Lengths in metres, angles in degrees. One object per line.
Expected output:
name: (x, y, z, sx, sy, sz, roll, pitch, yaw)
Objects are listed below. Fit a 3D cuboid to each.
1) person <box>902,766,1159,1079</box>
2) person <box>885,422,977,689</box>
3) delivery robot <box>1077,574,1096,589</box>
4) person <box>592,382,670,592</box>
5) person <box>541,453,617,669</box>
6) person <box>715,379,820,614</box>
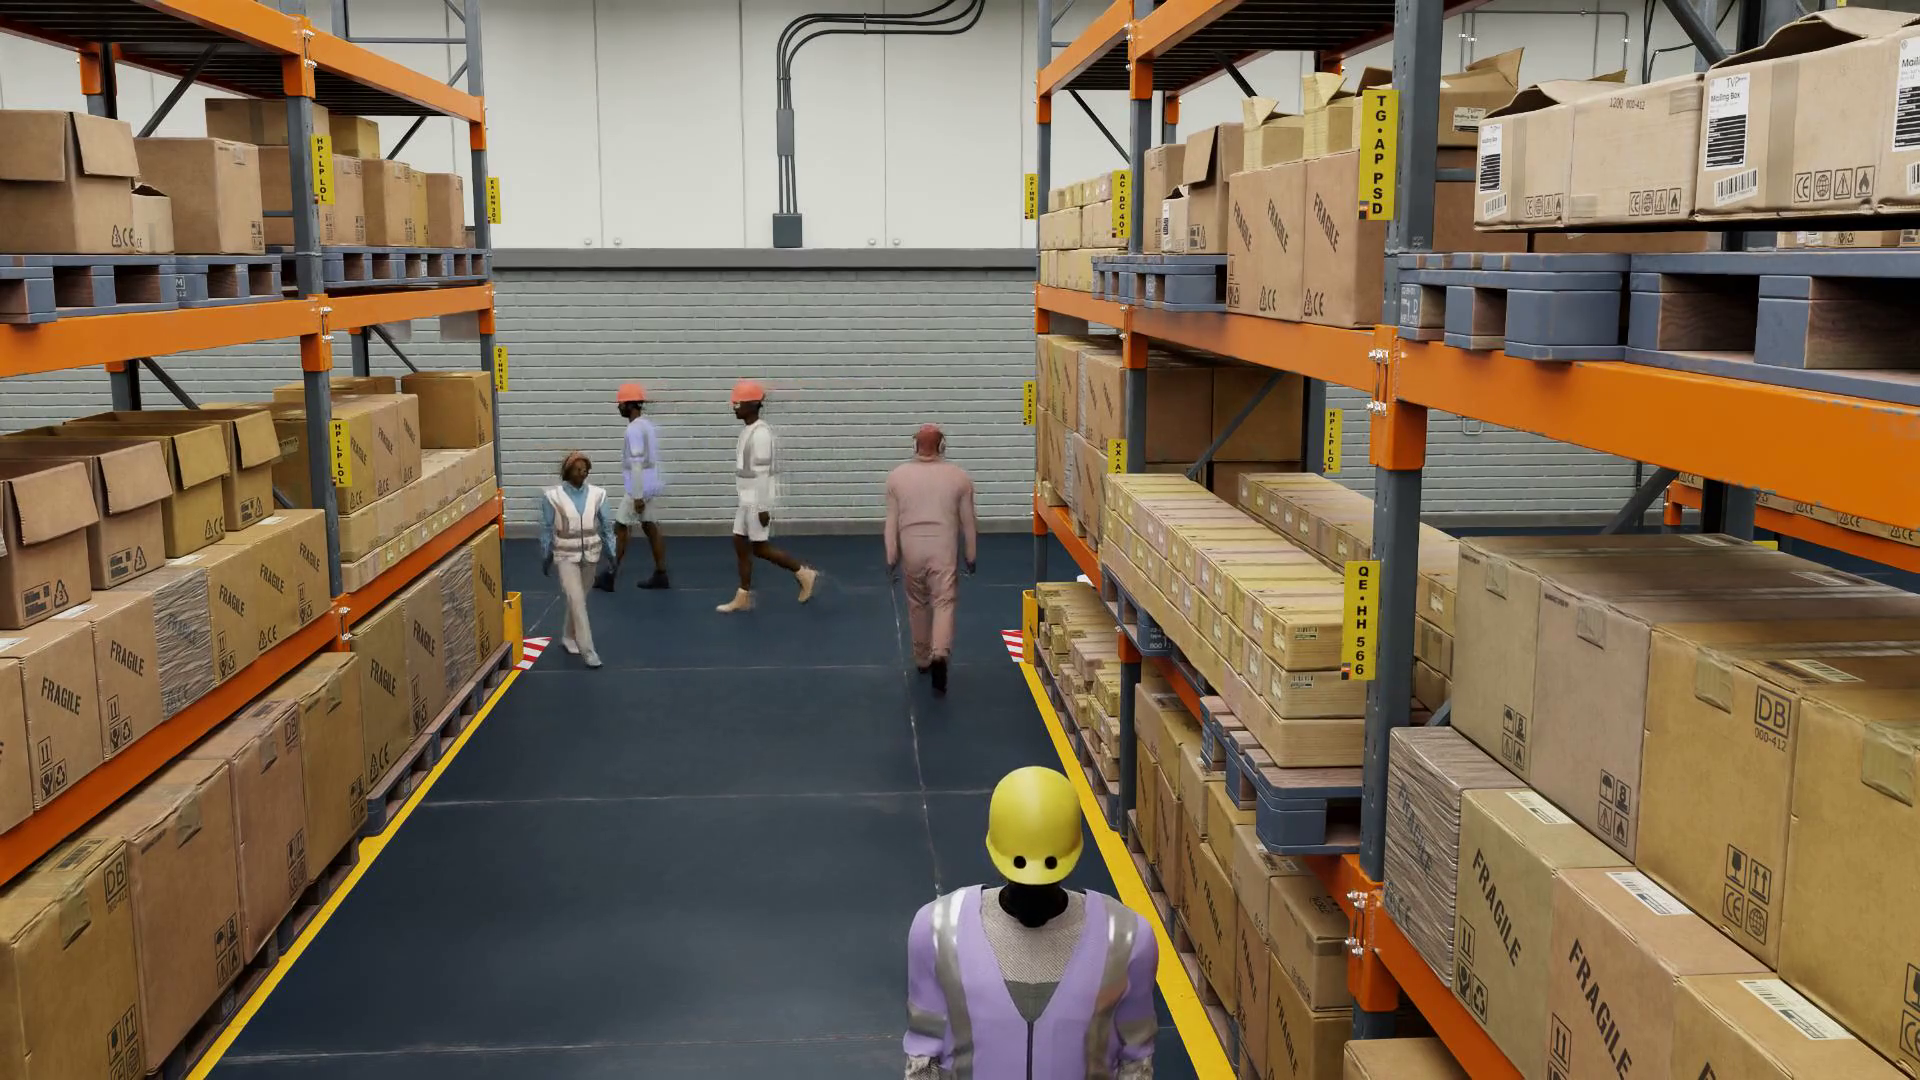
person: (0.159, 1.438, 3.837, 0.584, 1.919, 0.375, 0, 10, 1)
person: (-0.210, 0.100, 11.873, 0.655, 1.877, 0.863, 1, 10, 4)
delivery robot: (1.310, 0.413, 13.602, 0.707, 0.478, 0.477, 8, 12, 38)
person: (-3.063, -0.470, 15.118, 0.843, 1.905, 0.580, 0, 10, 2)
person: (-2.862, 0.131, 12.499, 0.526, 1.587, 0.879, -7, 12, -34)
person: (-1.665, -0.365, 14.181, 0.808, 2.019, 0.611, -3, 10, -18)
